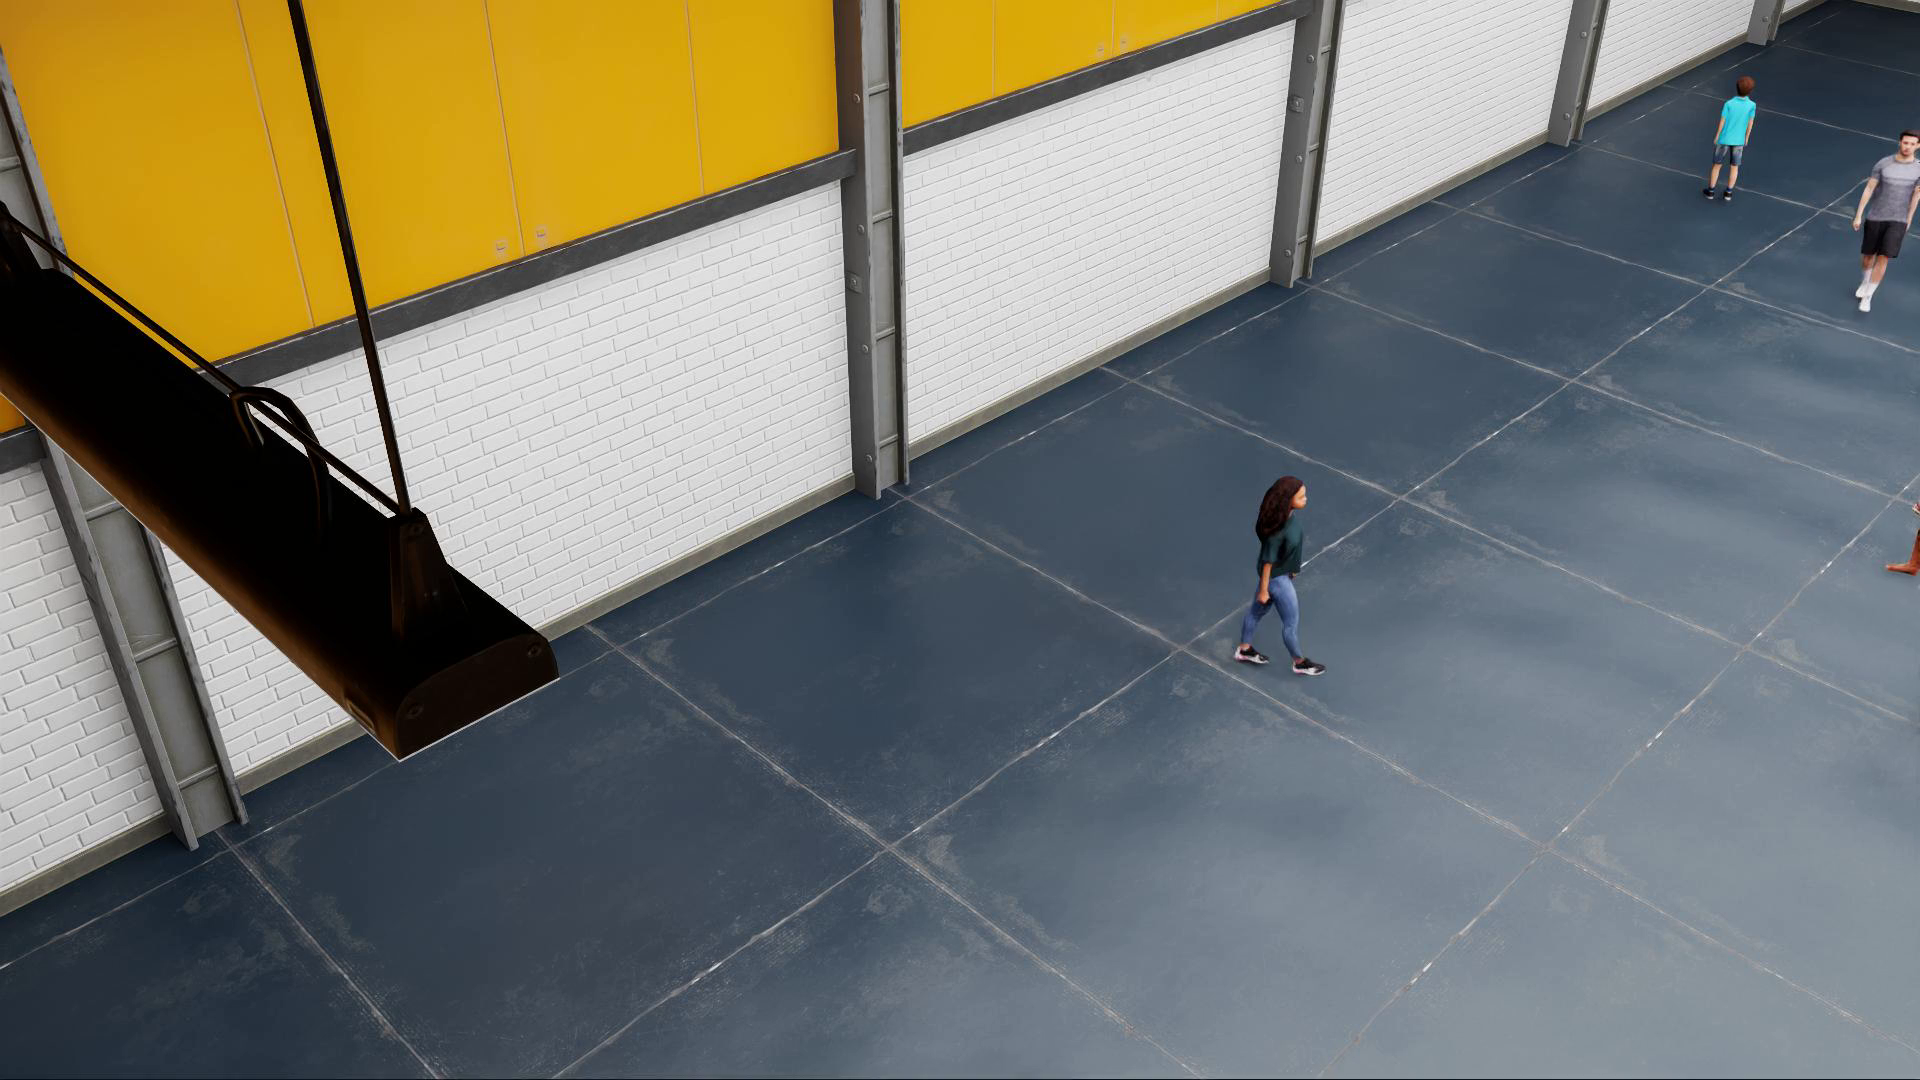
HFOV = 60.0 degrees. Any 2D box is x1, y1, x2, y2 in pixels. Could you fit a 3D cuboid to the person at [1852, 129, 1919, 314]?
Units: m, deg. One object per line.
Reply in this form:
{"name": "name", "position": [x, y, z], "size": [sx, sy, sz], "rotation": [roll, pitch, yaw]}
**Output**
{"name": "person", "position": [9.514, -3.326, 17.063], "size": [0.836, 1.839, 1.128], "rotation": [19, 38, 26]}

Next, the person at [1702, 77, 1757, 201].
{"name": "person", "position": [9.057, -4.719, 19.511], "size": [0.592, 1.449, 0.621], "rotation": [6, 34, 9]}

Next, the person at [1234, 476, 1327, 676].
{"name": "person", "position": [2.178, 0.237, 11.919], "size": [0.904, 1.598, 0.944], "rotation": [10, 35, 15]}
